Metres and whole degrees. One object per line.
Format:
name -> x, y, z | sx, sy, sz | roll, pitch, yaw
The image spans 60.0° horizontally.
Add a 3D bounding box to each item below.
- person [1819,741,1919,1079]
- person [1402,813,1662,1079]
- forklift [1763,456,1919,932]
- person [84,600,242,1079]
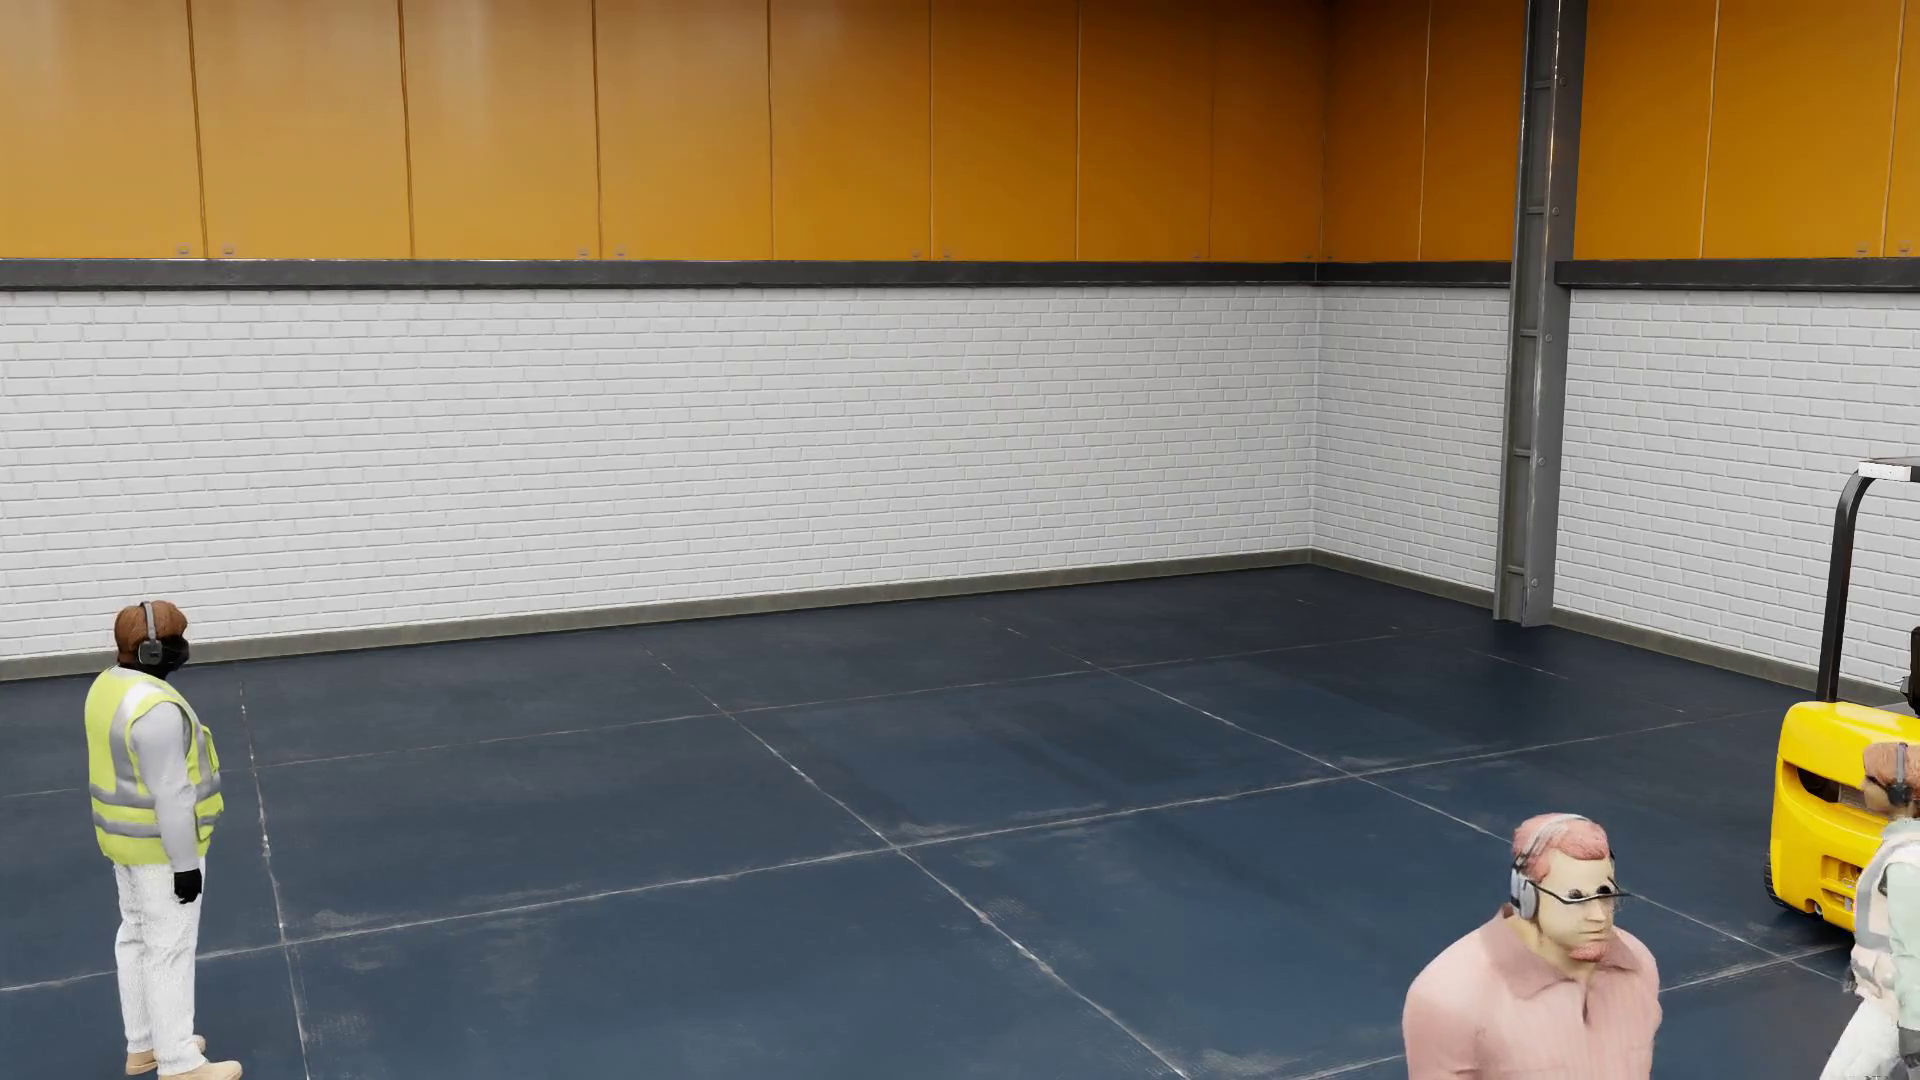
person -> 2.828, 1.405, 5.199 | 0.837, 1.601, 0.529 | 7, 12, 39
person -> 1.260, 1.511, 3.612 | 0.651, 1.906, 0.403 | -4, 10, -22
forklift -> 4.857, 0.731, 7.561 | 2.313, 2.155, 1.214 | -4, 10, -25
person -> -2.964, 1.129, 6.180 | 0.429, 1.841, 0.633 | -9, 13, -44
